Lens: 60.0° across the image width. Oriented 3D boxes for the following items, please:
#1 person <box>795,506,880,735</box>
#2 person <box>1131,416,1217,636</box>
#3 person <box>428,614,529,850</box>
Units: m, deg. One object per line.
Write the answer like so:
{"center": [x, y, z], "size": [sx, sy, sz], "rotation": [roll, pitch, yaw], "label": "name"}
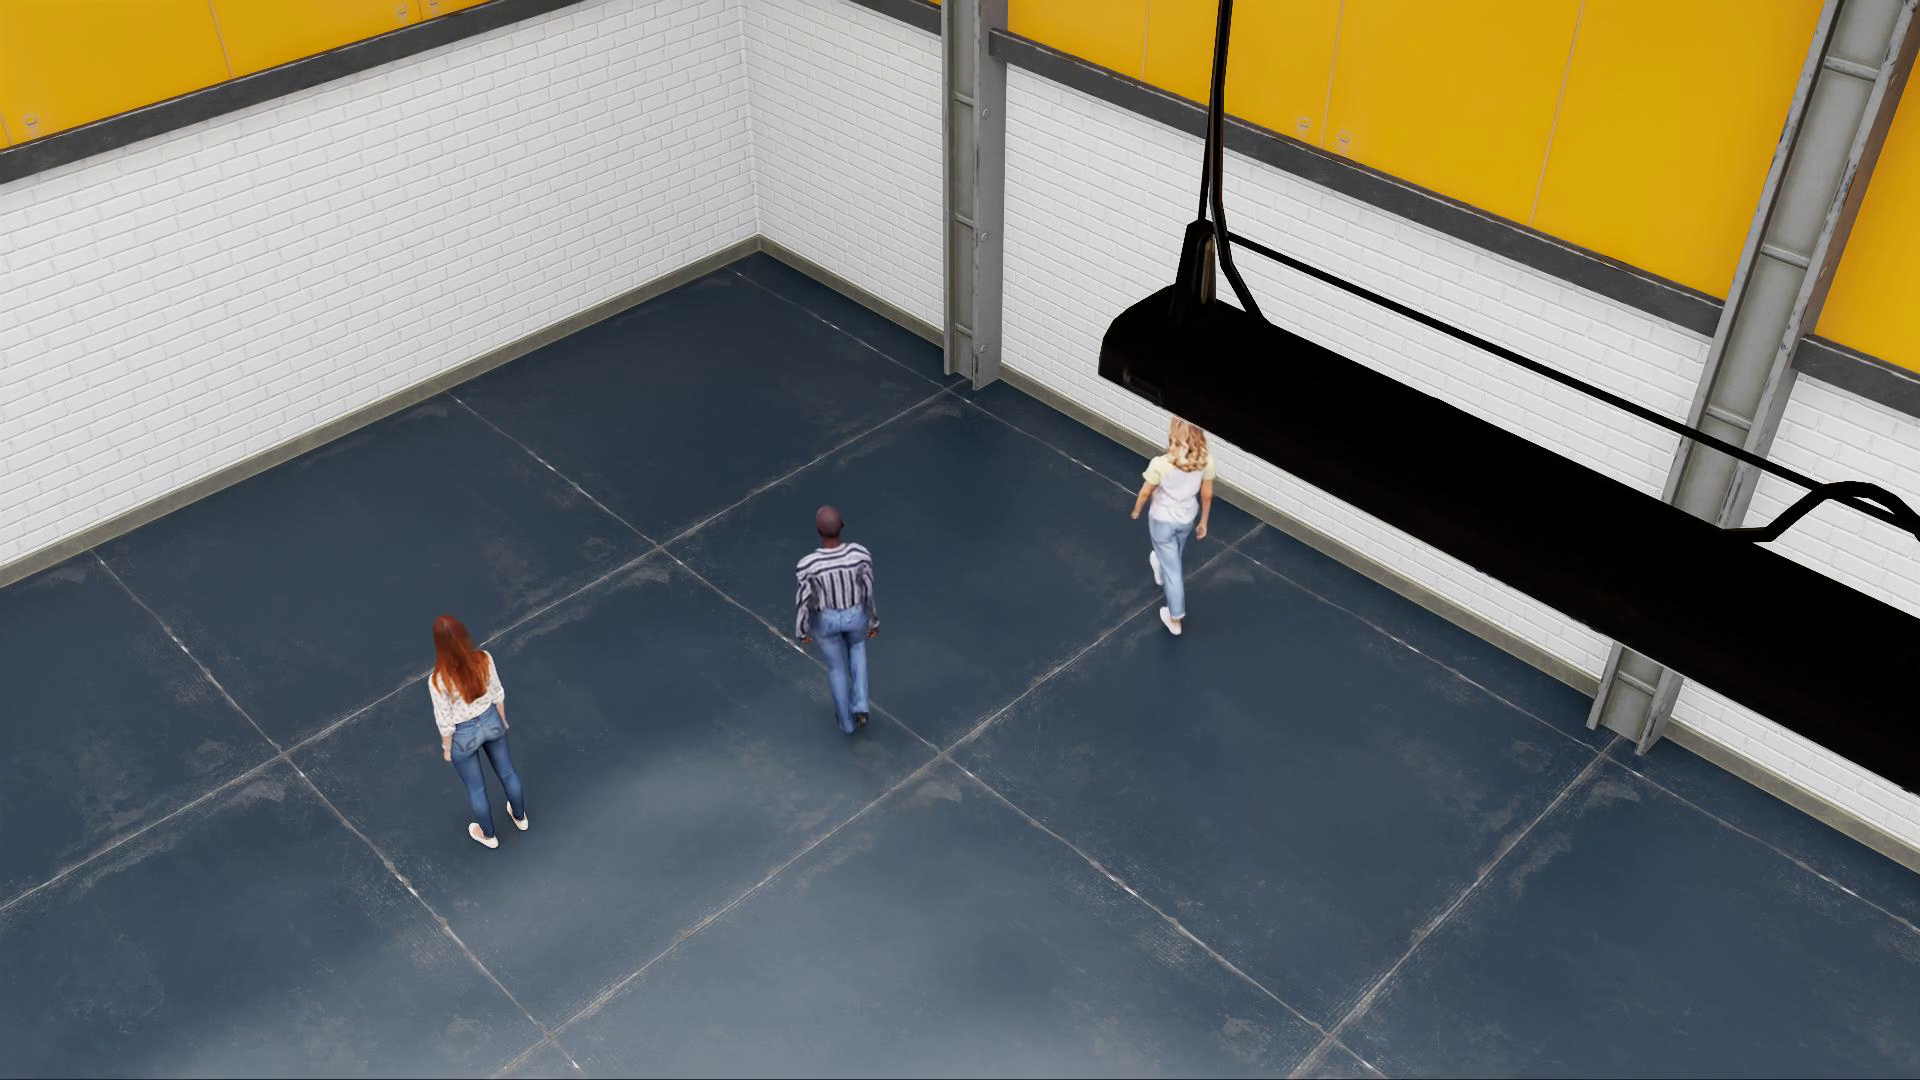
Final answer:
{"center": [-0.708, 0.582, 10.260], "size": [0.779, 1.781, 0.784], "rotation": [-12, 40, -14], "label": "person"}
{"center": [1.452, -0.072, 11.147], "size": [0.922, 1.695, 1.102], "rotation": [-10, 40, -12], "label": "person"}
{"center": [-2.810, 1.104, 9.648], "size": [0.583, 1.729, 0.500], "rotation": [-30, 47, -32], "label": "person"}
